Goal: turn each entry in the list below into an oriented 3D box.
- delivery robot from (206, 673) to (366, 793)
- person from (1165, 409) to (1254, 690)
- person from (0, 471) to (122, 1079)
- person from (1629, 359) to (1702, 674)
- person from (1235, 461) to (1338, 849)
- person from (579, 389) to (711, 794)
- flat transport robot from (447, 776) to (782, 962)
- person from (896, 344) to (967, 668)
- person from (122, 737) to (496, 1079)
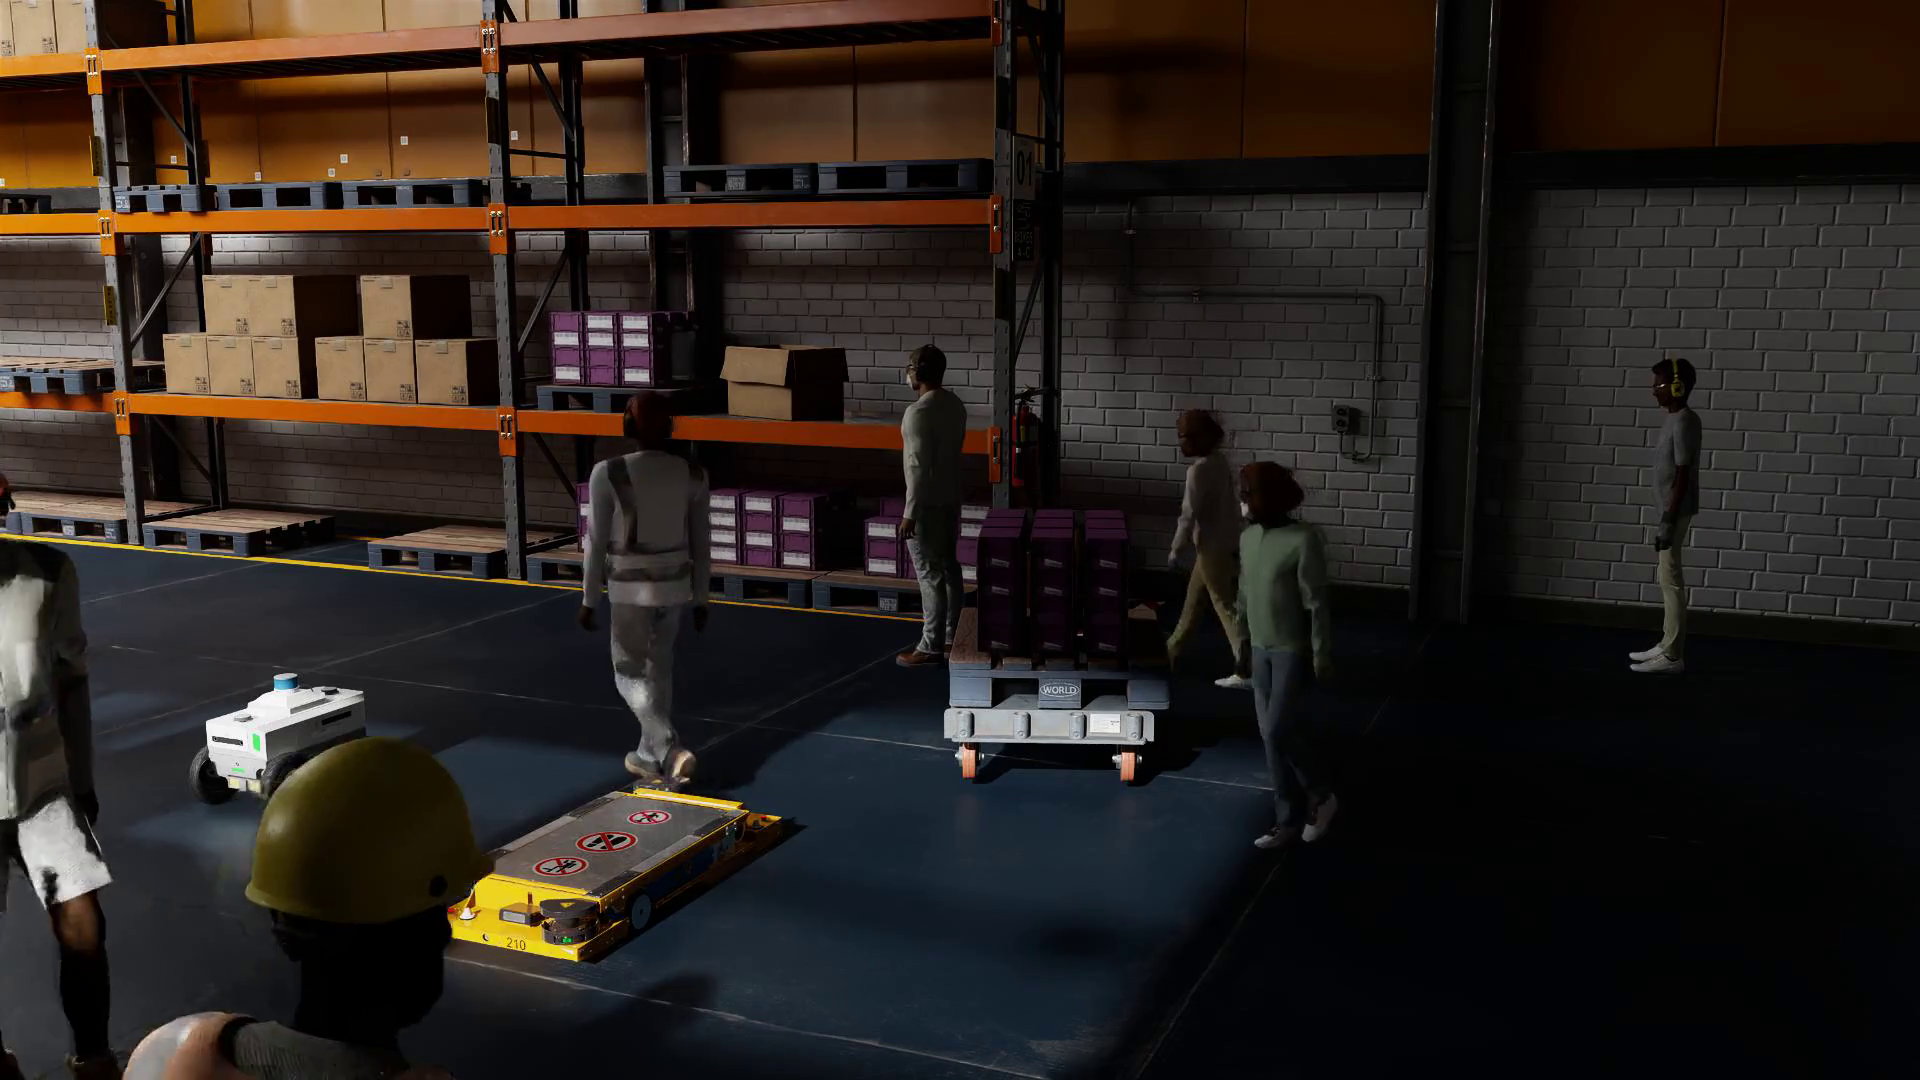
[{"bbox_3d":[-3.044,0.849,7.548,0.477,0.478,0.707,4,10,23],"label":"delivery robot"},{"bbox_3d":[1.337,0.051,9.493,0.843,1.586,0.531,5,10,25],"label":"person"},{"bbox_3d":[-2.509,0.695,4.380,0.747,2.015,0.627,7,12,37],"label":"person"},{"bbox_3d":[4.185,-0.137,9.829,0.329,1.865,0.516,4,10,23],"label":"person"},{"bbox_3d":[1.300,0.477,6.893,0.333,1.605,0.533,-5,11,-28],"label":"person"},{"bbox_3d":[-1.383,0.249,7.530,0.594,1.862,0.830,-7,12,-35],"label":"person"},{"bbox_3d":[-1.319,1.227,6.414,0.652,0.197,1.431,4,10,23],"label":"flat transport robot"},{"bbox_3d":[-0.178,-0.199,9.971,0.372,1.940,0.627,4,10,23],"label":"person"},{"bbox_3d":[-0.728,1.169,1.915,0.588,1.896,0.865,3,10,17],"label":"person"}]
